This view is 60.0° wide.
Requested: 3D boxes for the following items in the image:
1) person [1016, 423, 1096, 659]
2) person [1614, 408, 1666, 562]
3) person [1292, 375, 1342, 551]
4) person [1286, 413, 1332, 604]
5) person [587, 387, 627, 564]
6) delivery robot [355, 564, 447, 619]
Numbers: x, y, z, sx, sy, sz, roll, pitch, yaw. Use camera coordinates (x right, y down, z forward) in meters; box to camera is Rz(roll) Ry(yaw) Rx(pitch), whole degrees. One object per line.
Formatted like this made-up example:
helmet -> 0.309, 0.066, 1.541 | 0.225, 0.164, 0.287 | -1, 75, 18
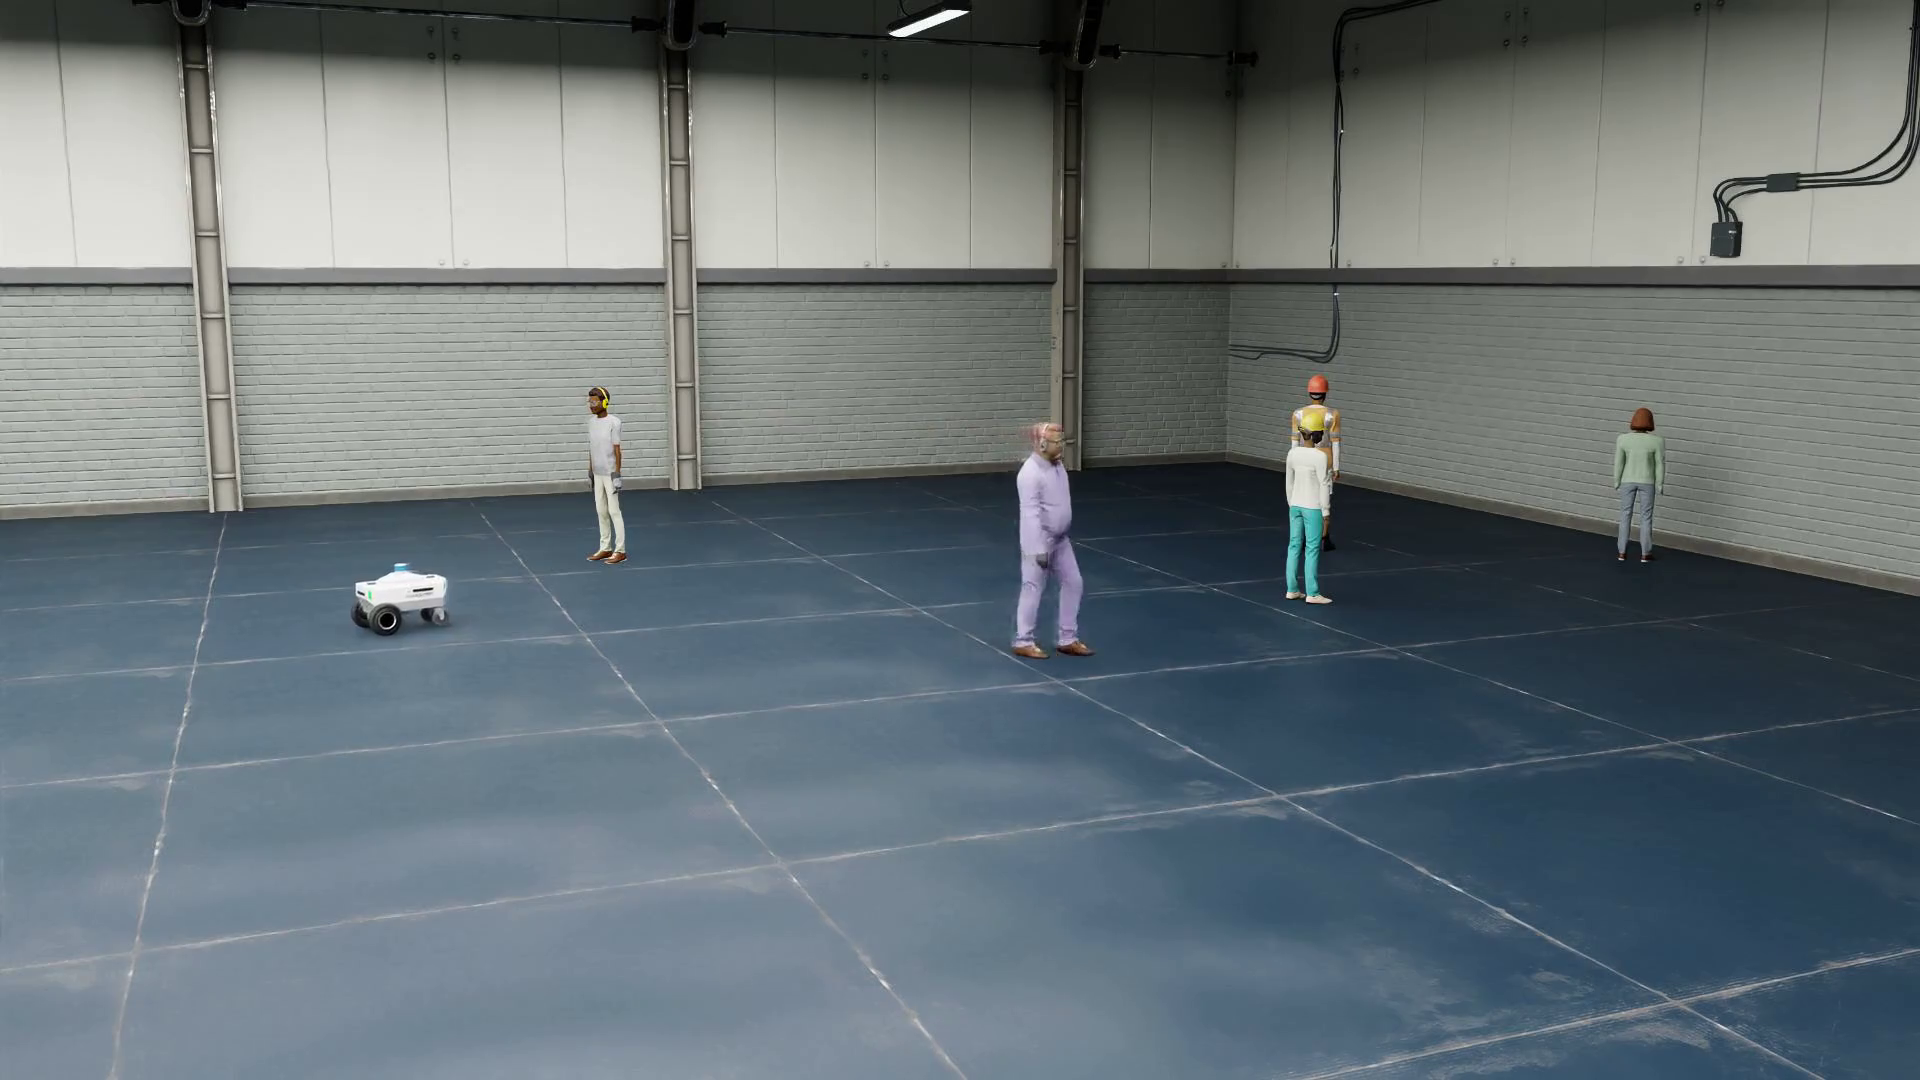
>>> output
person -> 0.765, 0.024, 13.070 | 0.753, 1.881, 0.664 | 5, 10, 29
person -> 7.203, -0.582, 17.649 | 0.509, 1.631, 0.269 | 6, 11, 32
person -> 3.922, -0.842, 18.310 | 0.546, 1.942, 0.353 | 4, 10, 25
person -> 3.231, -0.290, 15.397 | 0.314, 1.769, 0.524 | -6, 11, -32
person -> -3.753, -0.682, 17.573 | 0.517, 1.865, 0.313 | 7, 11, 38
delivery robot -> -4.788, 0.446, 14.270 | 0.707, 0.478, 0.477 | -7, 12, -39
